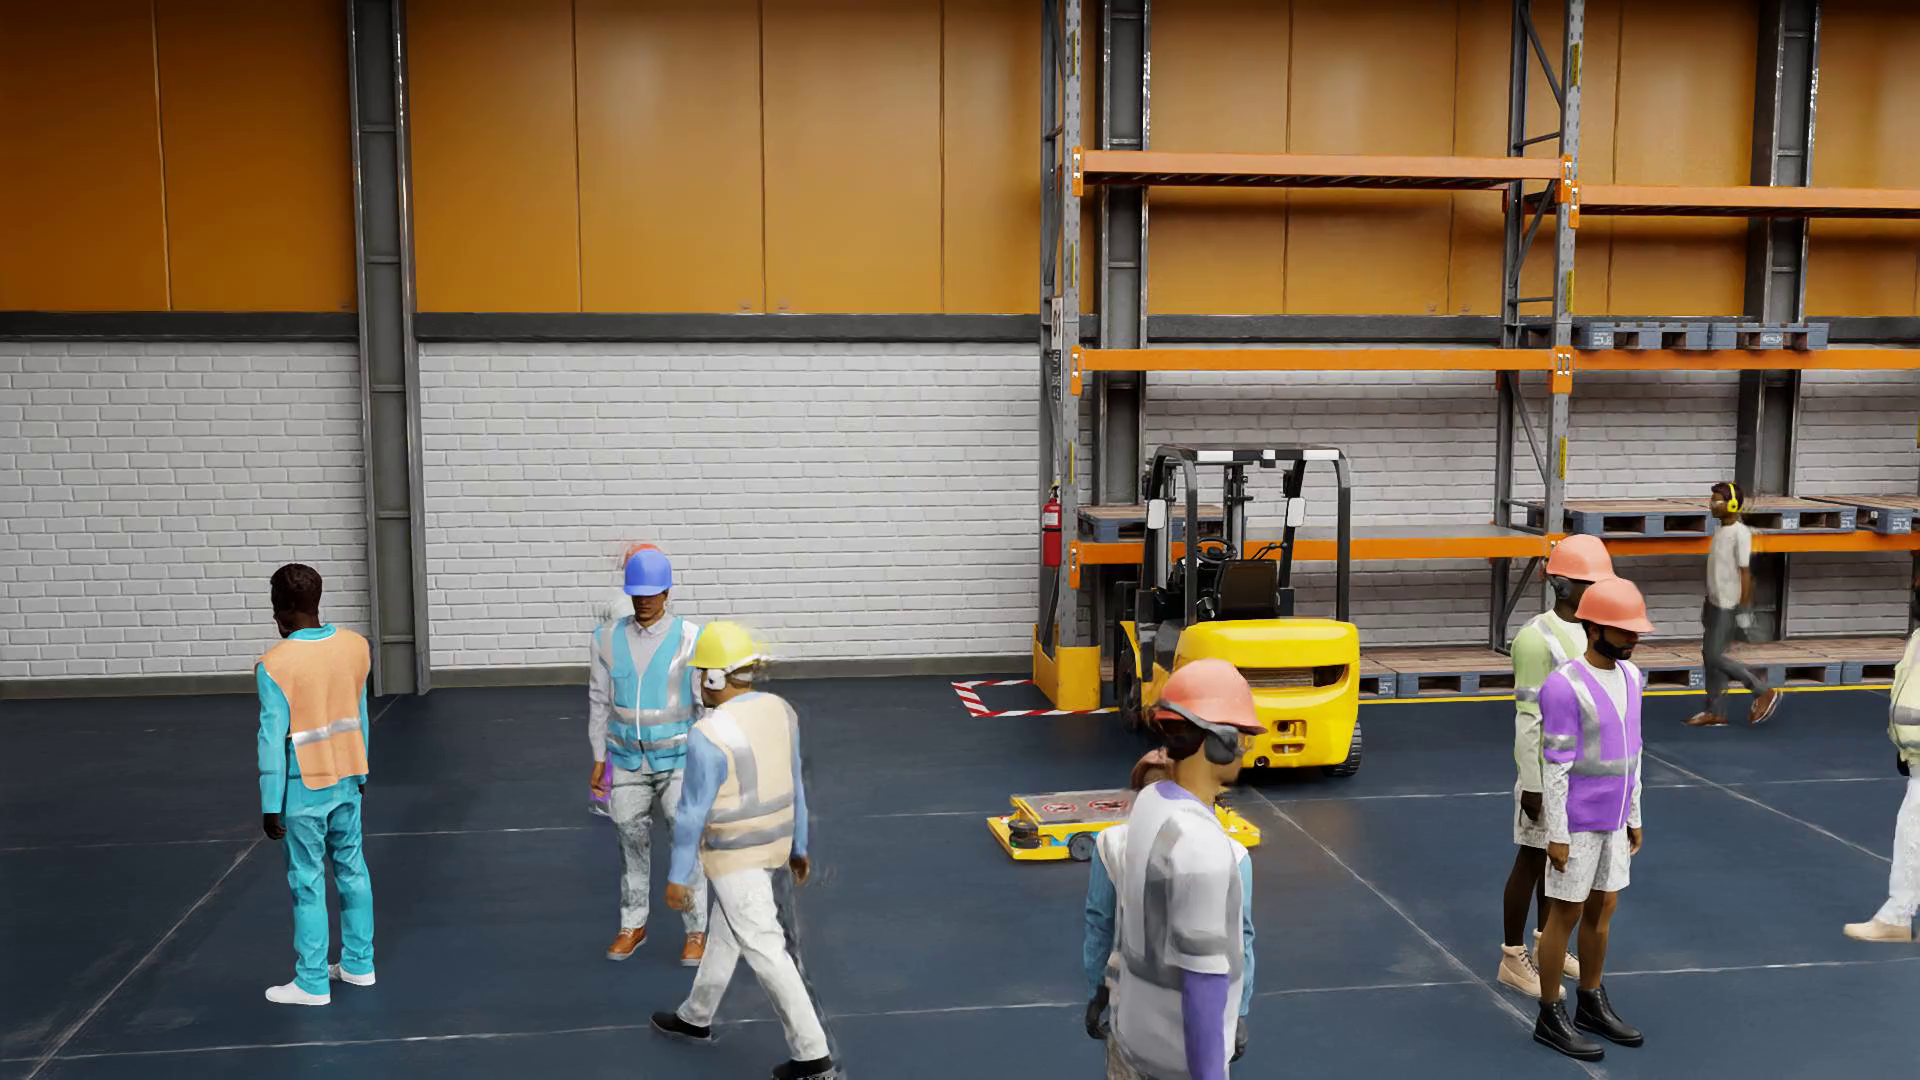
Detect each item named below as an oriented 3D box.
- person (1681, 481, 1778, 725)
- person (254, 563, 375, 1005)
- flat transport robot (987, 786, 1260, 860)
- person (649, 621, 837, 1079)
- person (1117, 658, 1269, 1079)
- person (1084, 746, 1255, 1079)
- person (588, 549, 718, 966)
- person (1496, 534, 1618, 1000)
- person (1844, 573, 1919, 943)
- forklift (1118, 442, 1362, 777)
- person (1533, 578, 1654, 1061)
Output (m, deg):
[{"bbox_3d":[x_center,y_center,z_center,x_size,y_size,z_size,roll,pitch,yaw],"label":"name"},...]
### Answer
[{"bbox_3d":[5.736,0.486,12.384,0.551,1.856,0.516,1,7,6],"label":"person"},{"bbox_3d":[-2.777,1.051,7.195,0.401,1.911,0.590,3,7,24],"label":"person"},{"bbox_3d":[0.921,1.600,9.489,1.431,0.197,0.652,-1,7,-12],"label":"flat transport robot"},{"bbox_3d":[-0.848,1.203,6.474,0.965,1.779,0.597,3,7,26],"label":"person"},{"bbox_3d":[0.560,1.313,4.417,0.653,2.022,0.625,0,7,-4],"label":"person"},{"bbox_3d":[0.629,1.428,5.058,0.524,1.639,0.306,2,7,20],"label":"person"},{"bbox_3d":[-1.403,0.995,7.615,0.615,1.935,0.430,1,7,13],"label":"person"},{"bbox_3d":[2.643,0.984,7.262,0.603,2.034,0.417,-6,9,-42],"label":"person"},{"bbox_3d":[4.732,1.021,7.905,0.891,1.804,0.631,1,7,9],"label":"person"},{"bbox_3d":[1.912,0.418,11.496,1.214,2.155,2.313,-1,7,-8],"label":"forklift"},{"bbox_3d":[2.552,1.104,6.650,0.544,1.930,0.389,-4,8,-33],"label":"person"}]
